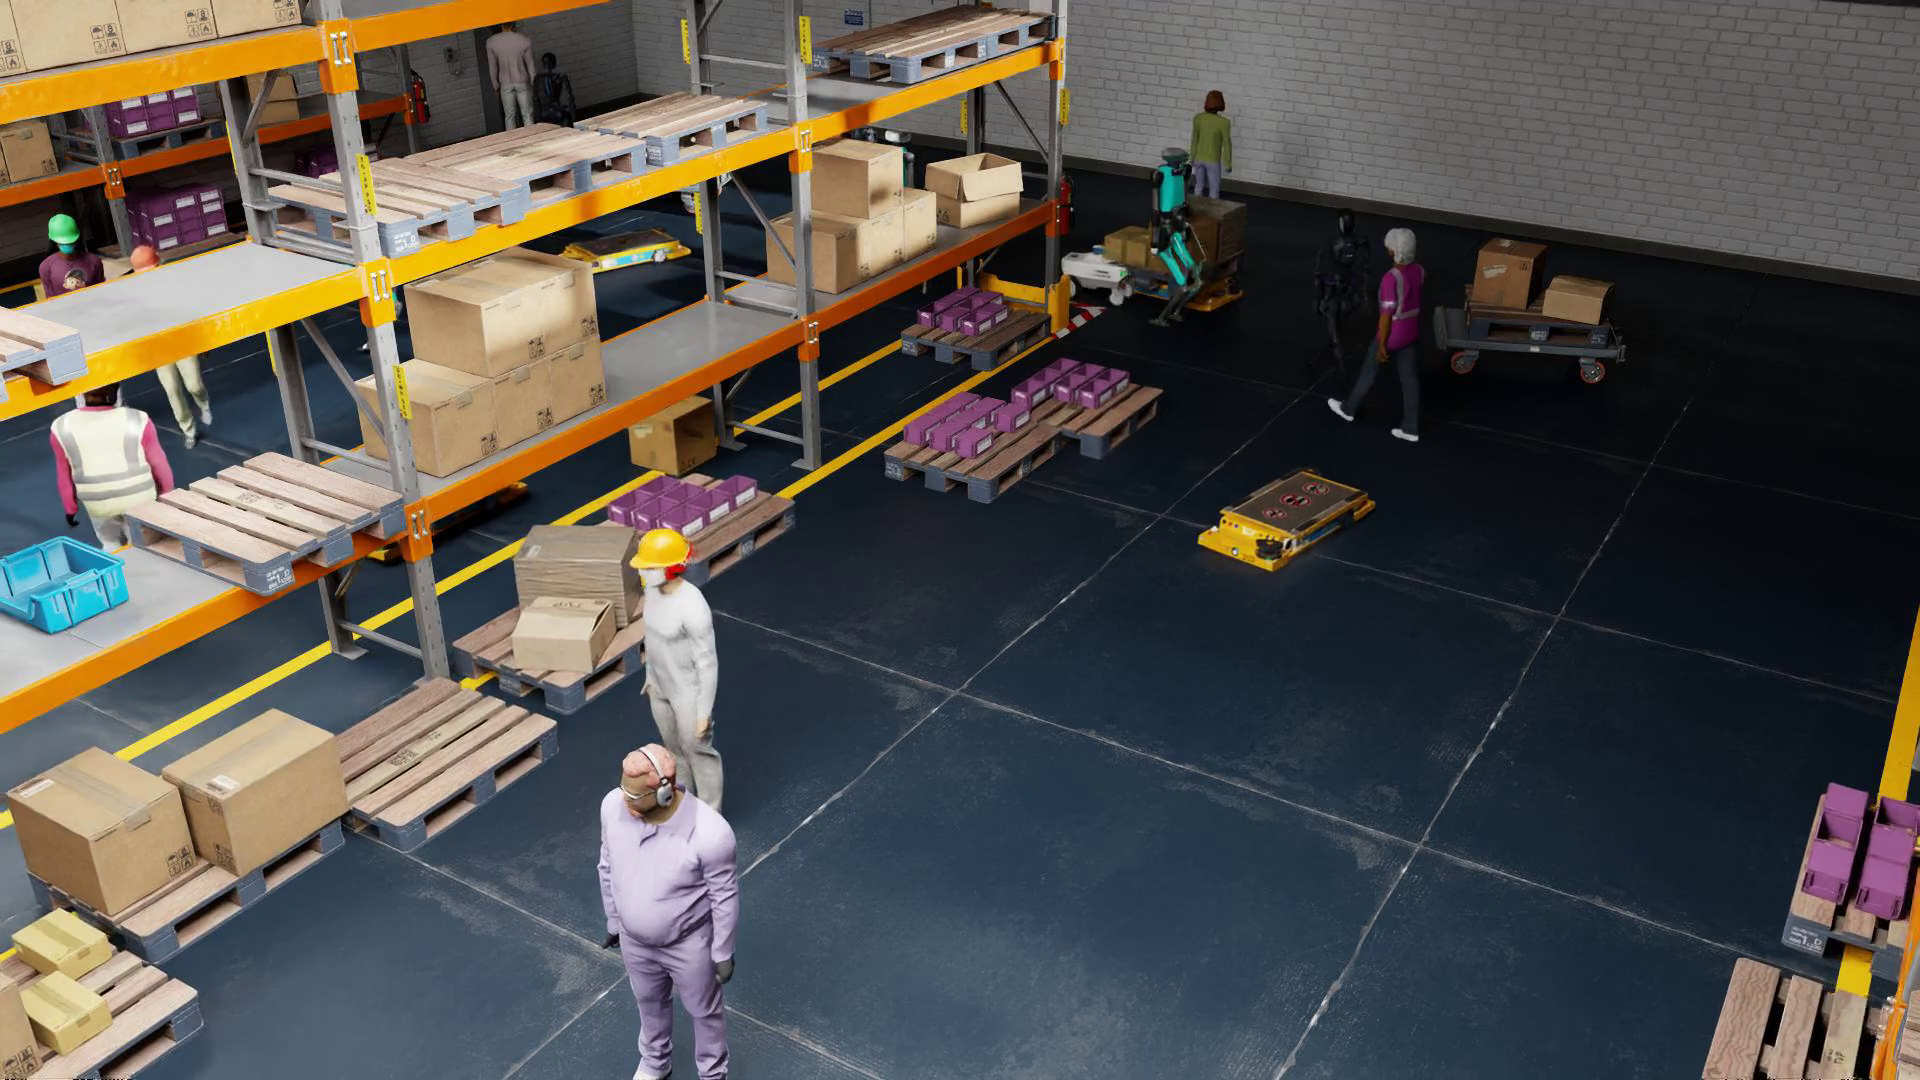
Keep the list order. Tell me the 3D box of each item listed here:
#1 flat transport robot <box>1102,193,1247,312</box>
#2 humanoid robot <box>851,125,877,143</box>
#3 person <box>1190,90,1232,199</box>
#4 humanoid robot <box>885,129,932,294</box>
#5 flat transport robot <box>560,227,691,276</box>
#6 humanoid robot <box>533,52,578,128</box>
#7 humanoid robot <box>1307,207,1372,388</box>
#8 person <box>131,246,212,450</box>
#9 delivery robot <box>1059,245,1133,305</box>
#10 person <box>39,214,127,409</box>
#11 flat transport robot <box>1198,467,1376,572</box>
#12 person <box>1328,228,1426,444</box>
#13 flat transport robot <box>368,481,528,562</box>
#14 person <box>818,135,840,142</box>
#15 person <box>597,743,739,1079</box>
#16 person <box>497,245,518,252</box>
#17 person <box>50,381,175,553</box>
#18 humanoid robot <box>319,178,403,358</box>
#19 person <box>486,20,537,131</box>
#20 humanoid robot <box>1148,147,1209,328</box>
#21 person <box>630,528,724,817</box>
[{"bbox_3d":[2.195,-2.701,17.520,1.431,0.231,0.659,20,33,34],"label":"flat transport robot"},{"bbox_3d":[-1.131,-4.136,18.809,0.620,1.631,0.601,-10,29,-20],"label":"humanoid robot"},{"bbox_3d":[2.923,-4.420,19.401,0.552,1.625,0.350,21,34,36],"label":"person"},{"bbox_3d":[-0.487,-3.386,17.282,0.532,1.825,0.734,24,35,38],"label":"humanoid robot"},{"bbox_3d":[-3.780,-3.200,18.503,1.431,0.231,0.659,-20,33,-34],"label":"flat transport robot"},{"bbox_3d":[-5.226,-5.425,21.371,0.601,1.634,0.724,6,28,12],"label":"humanoid robot"},{"bbox_3d":[3.450,-2.229,15.105,0.596,1.642,0.668,-6,28,-12],"label":"humanoid robot"},{"bbox_3d":[-6.539,-1.623,13.784,0.568,1.726,0.464,-11,29,-21],"label":"person"},{"bbox_3d":[1.410,-2.774,17.361,0.809,0.606,0.499,12,29,22],"label":"delivery robot"},{"bbox_3d":[-7.274,-1.766,13.828,0.487,1.945,0.431,-18,32,-31],"label":"person"},{"bbox_3d":[2.483,-0.173,12.539,0.659,0.231,1.431,23,35,37],"label":"flat transport robot"},{"bbox_3d":[3.583,-1.753,13.957,0.532,1.800,0.965,-16,31,-29],"label":"person"},{"bbox_3d":[-4.059,-0.259,12.709,0.659,0.231,1.431,16,31,28],"label":"flat transport robot"},{"bbox_3d":[-1.293,-3.484,17.491,0.879,1.690,0.587,-13,29,-23],"label":"person"},{"bbox_3d":[-1.249,1.684,7.078,0.639,1.904,0.405,11,29,21],"label":"person"},{"bbox_3d":[-3.808,-1.916,14.351,0.539,1.734,0.801,-8,28,-15],"label":"person"},{"bbox_3d":[-5.565,-0.271,11.032,0.689,1.808,0.581,-8,28,-16],"label":"person"},{"bbox_3d":[-5.552,-2.592,15.593,0.704,1.711,0.530,-23,35,-37],"label":"humanoid robot"},{"bbox_3d":[-6.019,-6.155,22.489,0.628,1.936,0.373,-3,27,-7],"label":"person"},{"bbox_3d":[2.191,-2.925,16.295,0.537,1.763,0.667,-23,35,-38],"label":"humanoid robot"},{"bbox_3d":[-1.503,0.790,8.846,0.371,1.894,0.581,-22,34,-37],"label":"person"}]
